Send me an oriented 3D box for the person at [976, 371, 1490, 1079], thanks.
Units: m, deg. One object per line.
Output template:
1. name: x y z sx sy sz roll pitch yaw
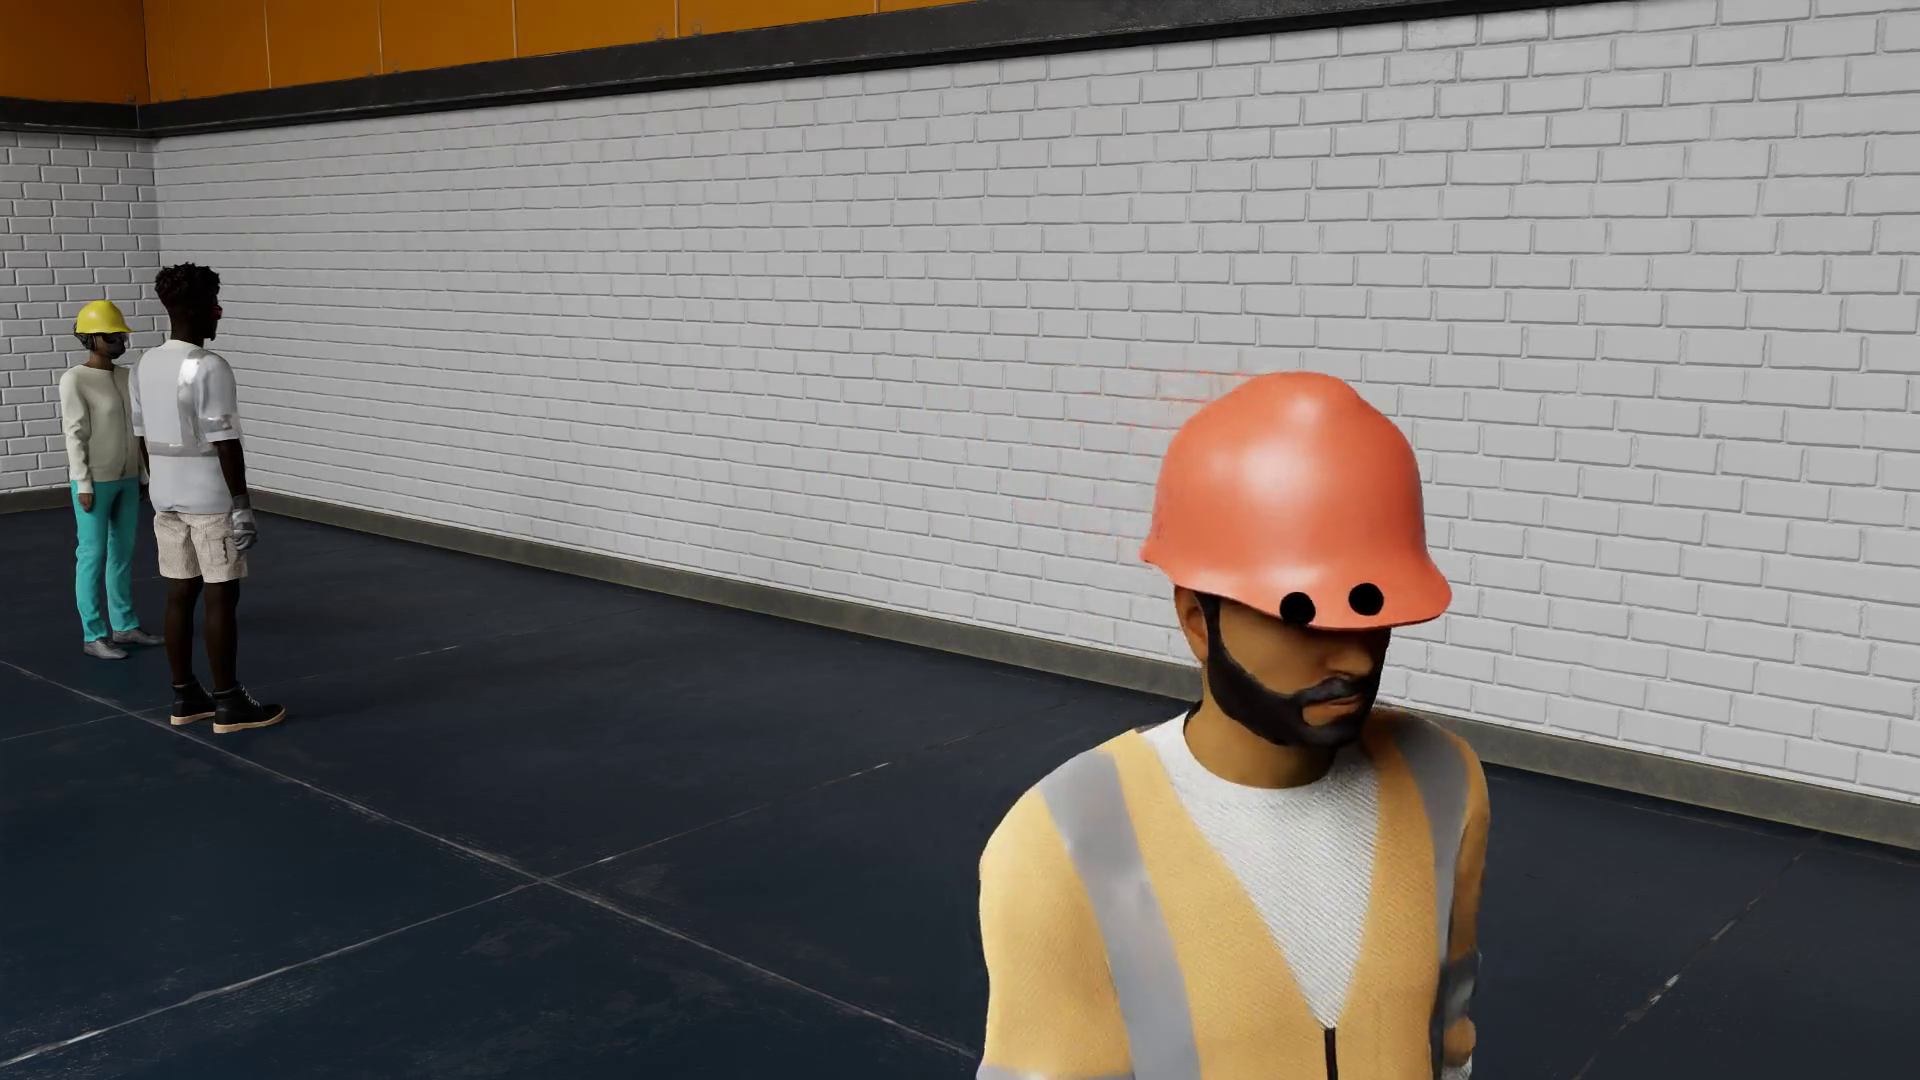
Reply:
1. person: 0.309 0.806 1.551 0.566 1.909 0.719 -4 11 -21

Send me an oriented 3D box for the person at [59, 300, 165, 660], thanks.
1. person: -4.219 -0.302 8.280 0.326 1.769 0.524 2 10 10

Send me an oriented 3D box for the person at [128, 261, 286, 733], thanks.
1. person: -3.178 -0.172 6.972 0.606 1.966 0.367 6 11 30
